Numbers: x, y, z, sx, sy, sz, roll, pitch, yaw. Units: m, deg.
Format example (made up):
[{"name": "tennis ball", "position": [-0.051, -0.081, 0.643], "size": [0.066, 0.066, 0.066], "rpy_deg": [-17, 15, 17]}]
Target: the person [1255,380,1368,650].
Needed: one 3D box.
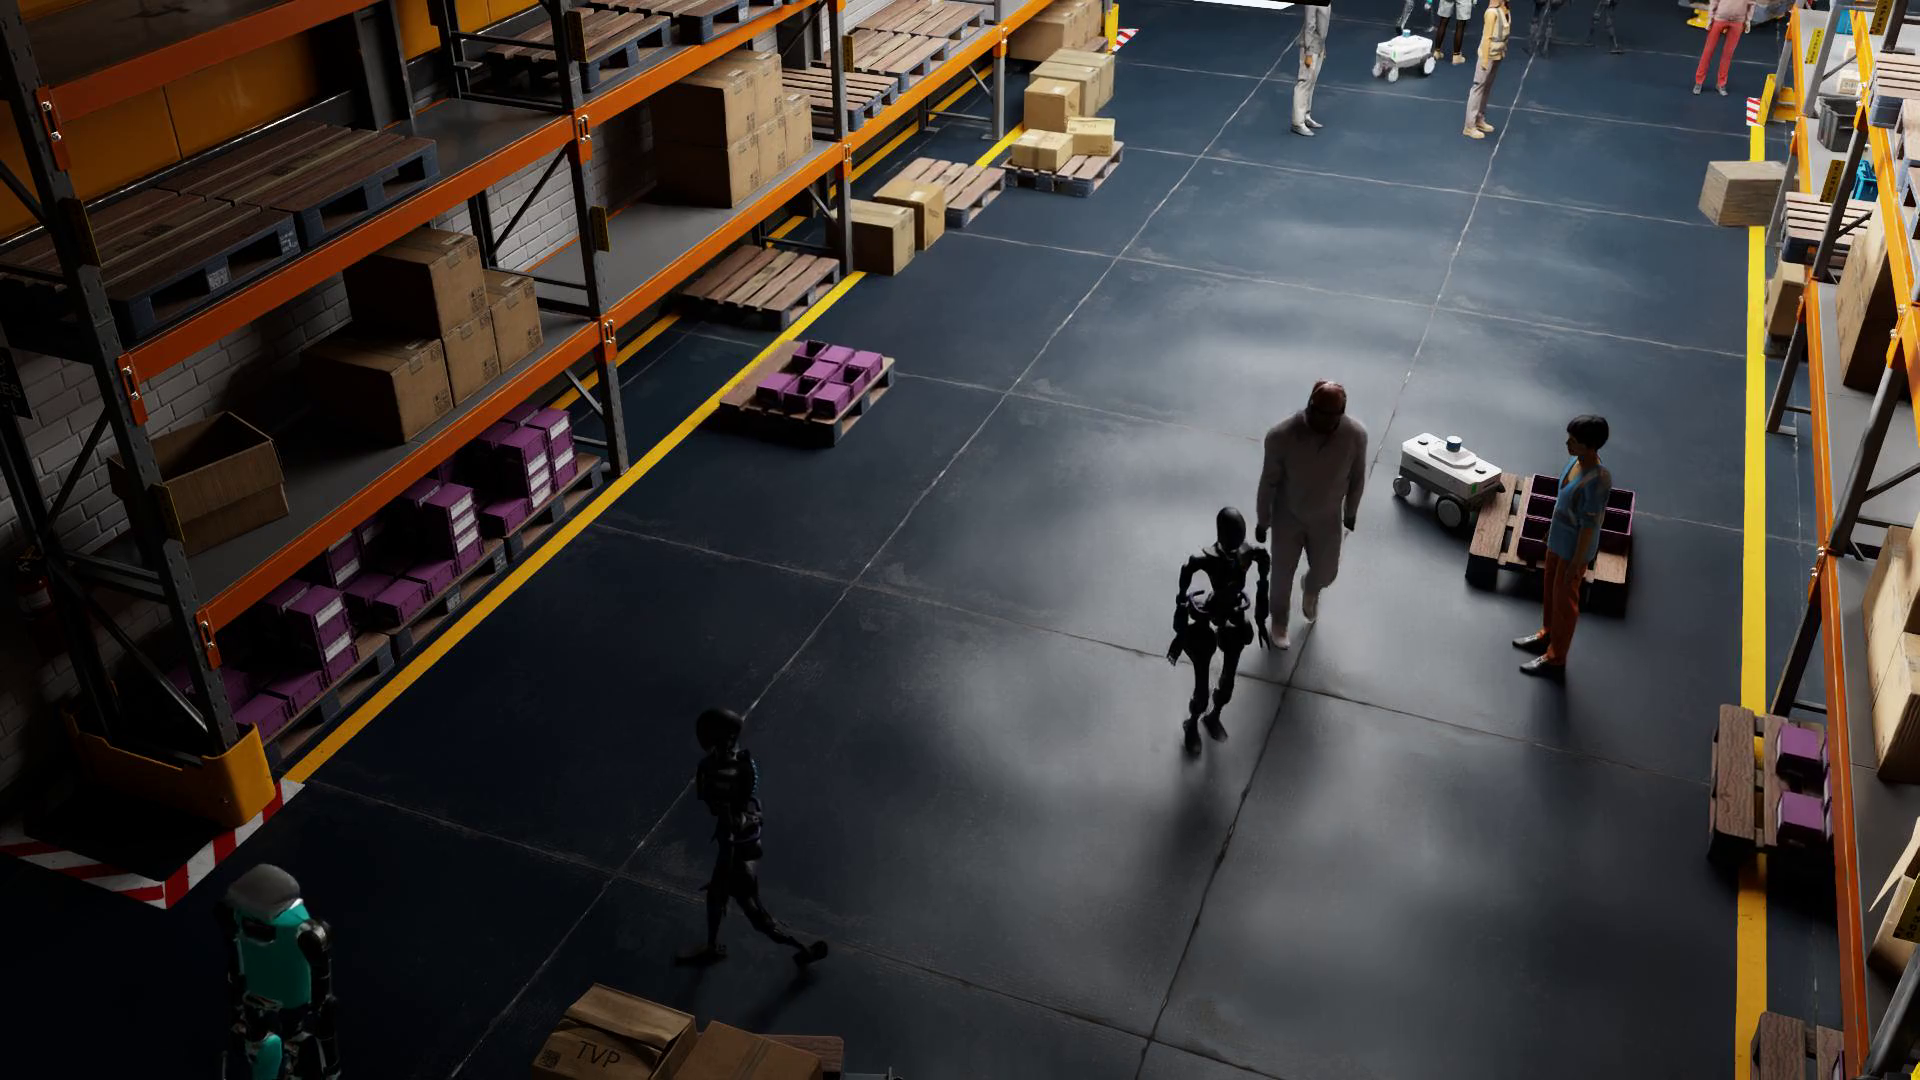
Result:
[{"name": "person", "position": [2.170, -0.170, 10.365], "size": [0.666, 1.888, 0.466], "rpy_deg": [2, 33, 2]}]

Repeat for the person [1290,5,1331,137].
[{"name": "person", "position": [3.944, -5.505, 18.613], "size": [0.394, 1.898, 0.531], "rpy_deg": [17, 36, 24]}]

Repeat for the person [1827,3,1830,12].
[{"name": "person", "position": [10.964, -6.757, 20.578], "size": [0.393, 1.865, 0.558], "rpy_deg": [-3, 33, -4]}]

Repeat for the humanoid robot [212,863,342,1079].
[{"name": "humanoid robot", "position": [-2.869, 2.240, 6.841], "size": [0.544, 1.837, 0.782], "rpy_deg": [12, 35, 18]}]

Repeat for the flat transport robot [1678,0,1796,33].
[{"name": "flat transport robot", "position": [10.598, -7.165, 22.680], "size": [1.431, 0.231, 0.659], "rpy_deg": [-25, 40, -33]}]

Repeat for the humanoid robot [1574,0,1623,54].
[{"name": "humanoid robot", "position": [8.322, -7.068, 21.265], "size": [0.574, 1.645, 0.602], "rpy_deg": [7, 33, 10]}]

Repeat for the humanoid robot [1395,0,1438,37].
[{"name": "humanoid robot", "position": [6.105, -7.478, 21.843], "size": [0.906, 1.793, 0.553], "rpy_deg": [-26, 41, -34]}]

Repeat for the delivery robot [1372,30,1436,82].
[{"name": "delivery robot", "position": [5.532, -6.028, 20.672], "size": [0.792, 0.611, 0.499], "rpy_deg": [-20, 38, -28]}]

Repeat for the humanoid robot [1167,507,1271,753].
[{"name": "humanoid robot", "position": [1.503, 0.504, 9.526], "size": [0.615, 1.647, 0.340], "rpy_deg": [-7, 34, -11]}]

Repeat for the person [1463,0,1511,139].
[{"name": "person", "position": [5.946, -5.398, 18.554], "size": [0.322, 1.775, 0.473], "rpy_deg": [23, 39, 31]}]

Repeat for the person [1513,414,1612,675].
[{"name": "person", "position": [3.712, 0.026, 10.182], "size": [0.339, 1.759, 0.499], "rpy_deg": [1, 33, 2]}]

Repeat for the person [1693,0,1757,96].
[{"name": "person", "position": [9.140, -6.171, 19.762], "size": [0.523, 1.769, 0.320], "rpy_deg": [6, 33, 9]}]

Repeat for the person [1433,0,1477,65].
[{"name": "person", "position": [6.253, -6.840, 20.869], "size": [0.535, 1.693, 0.320], "rpy_deg": [24, 40, 33]}]

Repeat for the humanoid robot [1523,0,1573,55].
[{"name": "humanoid robot", "position": [7.501, -6.989, 21.121], "size": [0.606, 1.644, 0.366], "rpy_deg": [7, 33, 10]}]

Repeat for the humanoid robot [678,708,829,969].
[{"name": "humanoid robot", "position": [-1.049, 1.481, 8.061], "size": [0.769, 1.652, 0.598], "rpy_deg": [-3, 33, -5]}]

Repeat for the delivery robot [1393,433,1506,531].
[{"name": "delivery robot", "position": [3.551, -0.453, 12.044], "size": [0.499, 0.611, 0.809], "rpy_deg": [-22, 39, -30]}]
